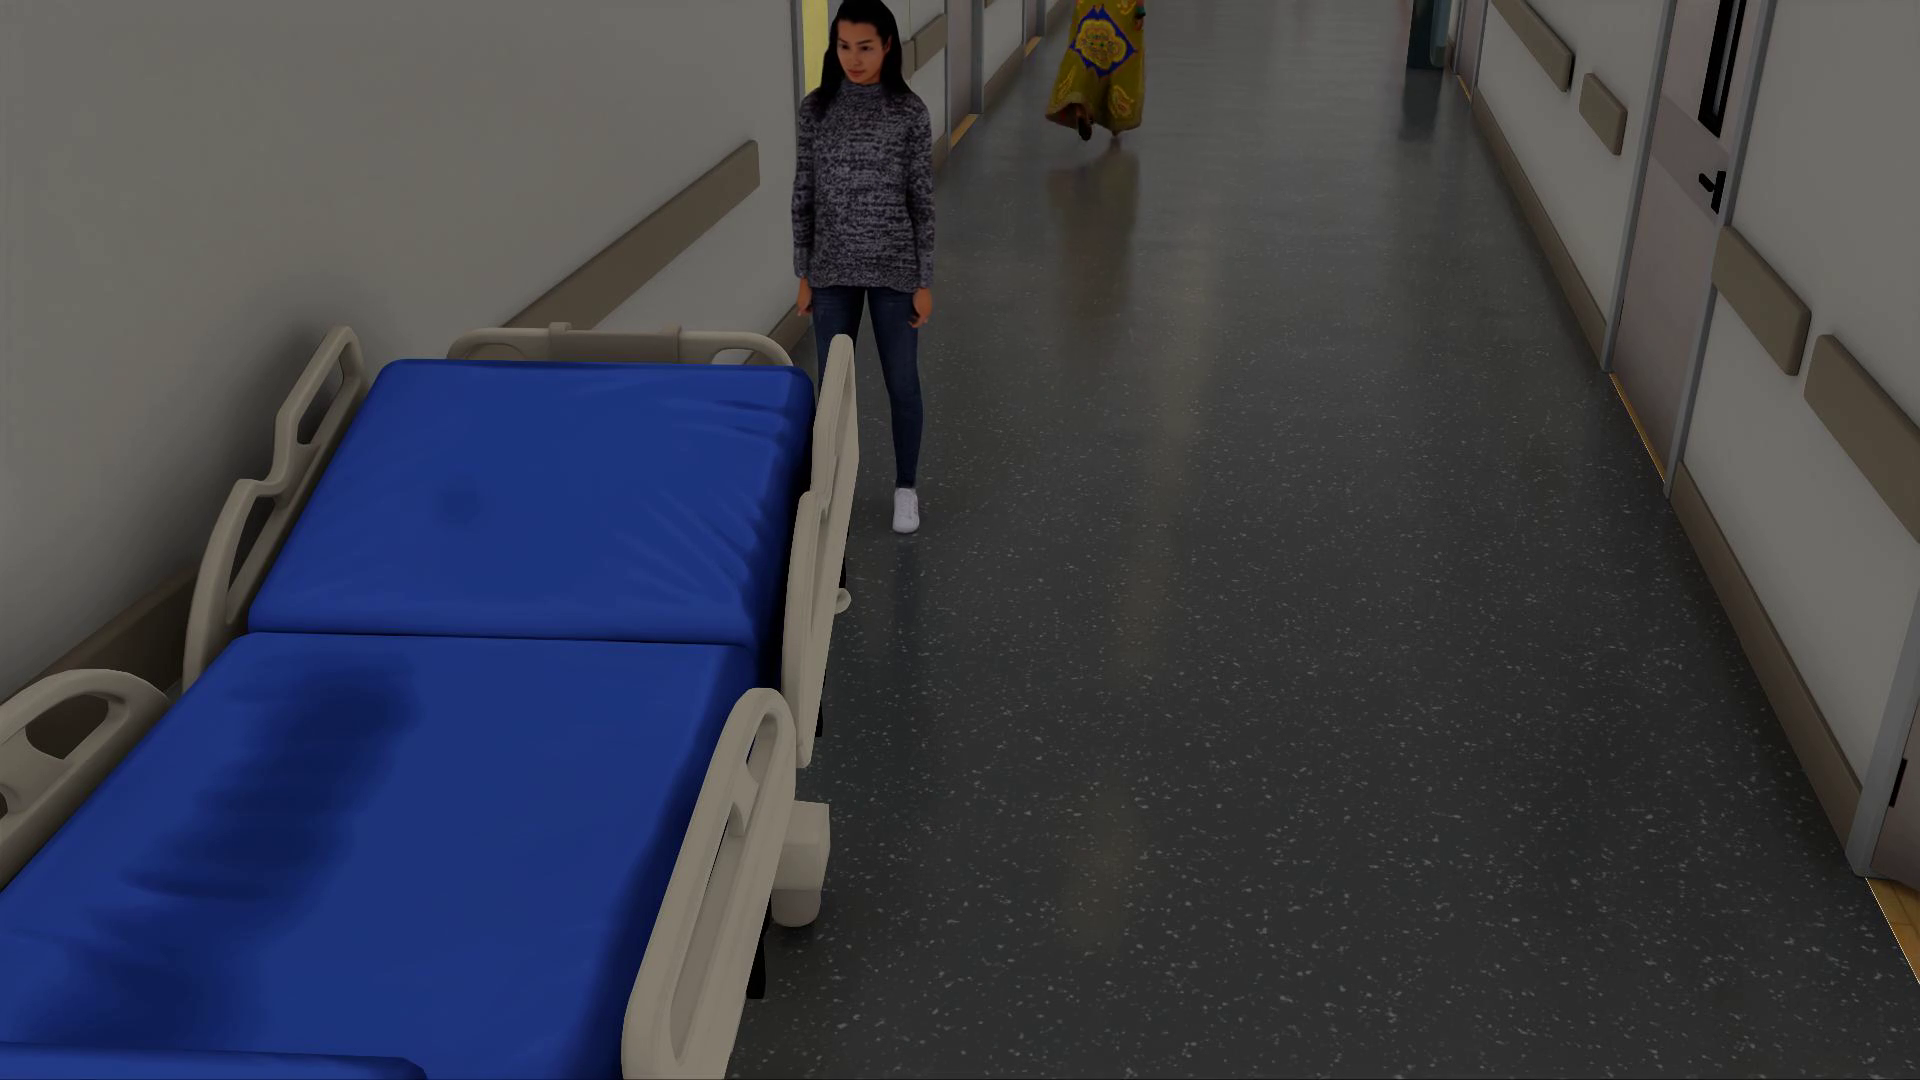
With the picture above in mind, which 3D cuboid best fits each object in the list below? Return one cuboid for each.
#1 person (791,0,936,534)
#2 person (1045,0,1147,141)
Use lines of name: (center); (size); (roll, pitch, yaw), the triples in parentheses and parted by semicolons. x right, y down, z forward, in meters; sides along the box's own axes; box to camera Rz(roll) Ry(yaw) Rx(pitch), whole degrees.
person: (-0.300, -0.870, 5.366); (0.445, 1.735, 0.664); (4, 26, 8)
person: (0.930, -3.348, 10.621); (1.189, 1.635, 0.881); (6, 26, 13)
